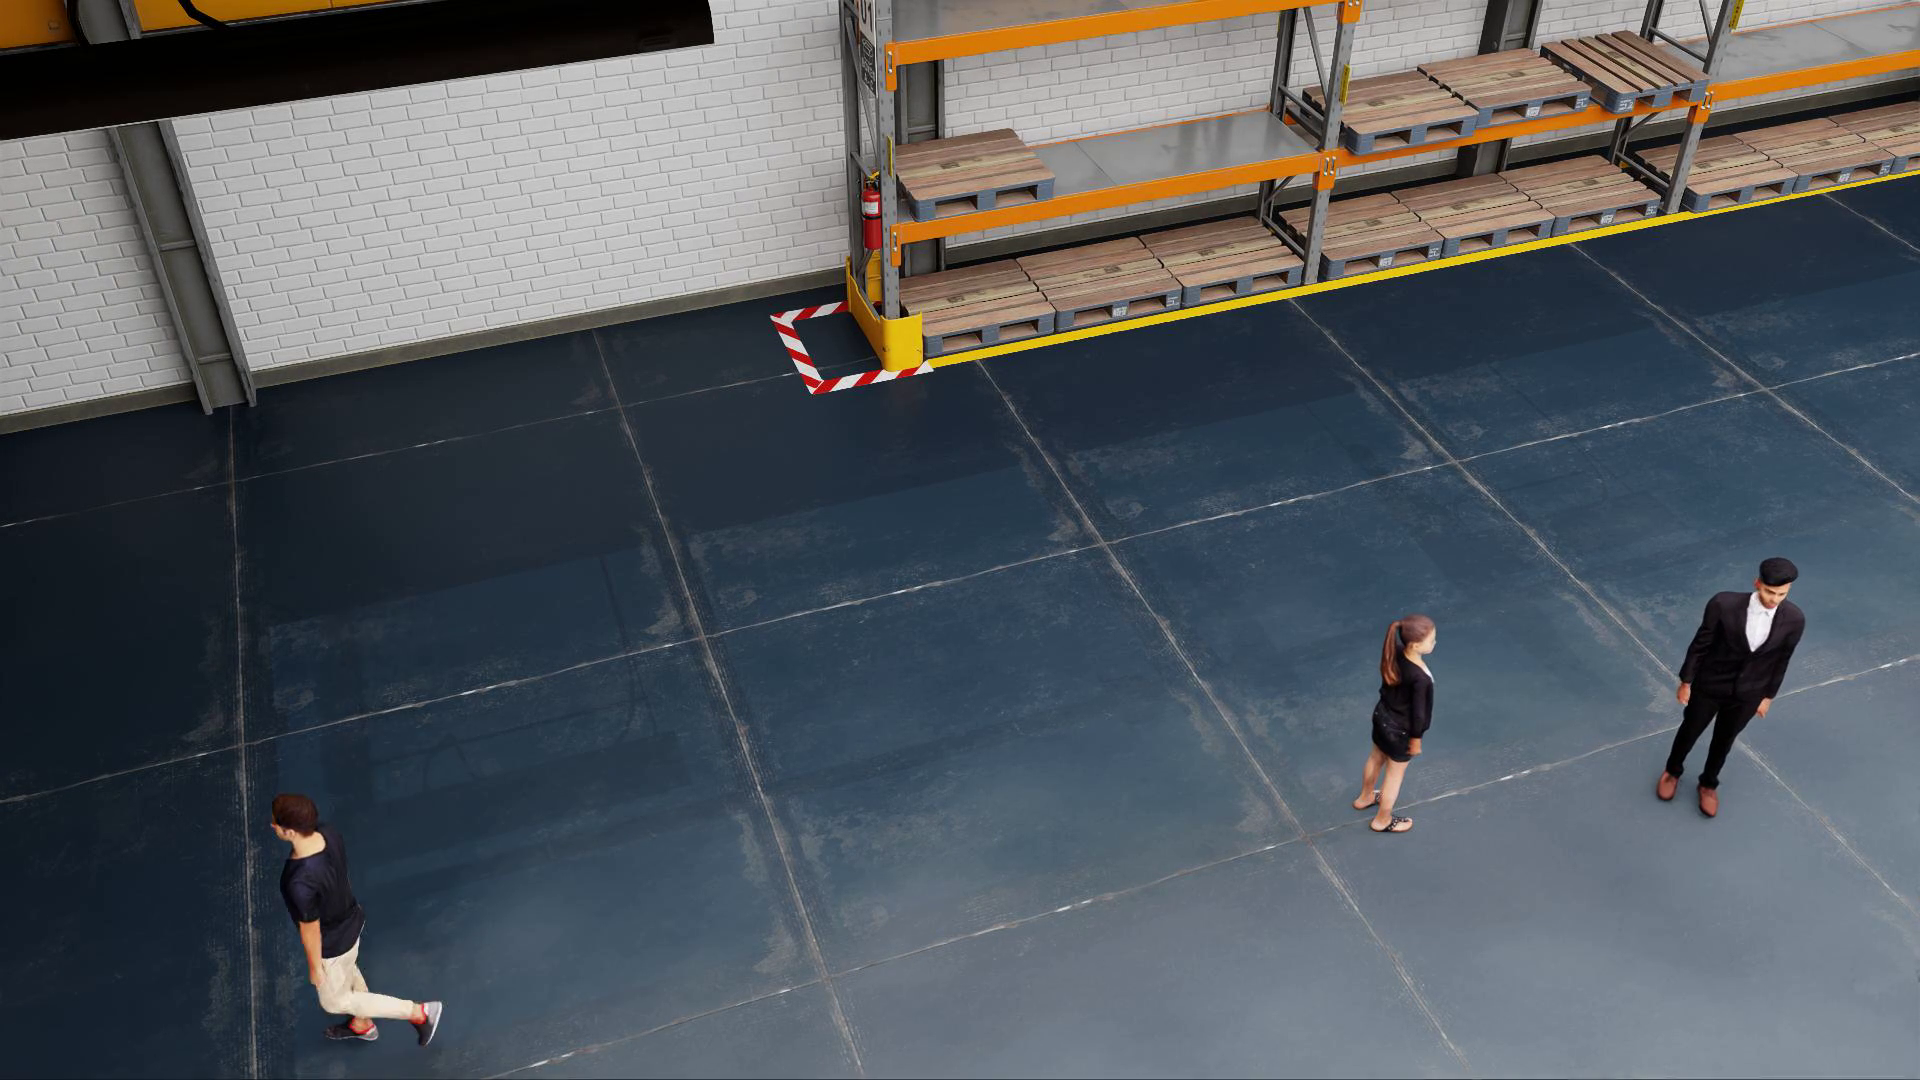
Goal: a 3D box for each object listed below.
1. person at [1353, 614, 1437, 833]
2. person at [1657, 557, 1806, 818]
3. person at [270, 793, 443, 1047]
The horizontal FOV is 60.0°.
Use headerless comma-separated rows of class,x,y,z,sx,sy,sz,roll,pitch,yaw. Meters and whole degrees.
person,2.541,1.056,9.675,0.546,1.555,0.551,-10,40,-12
person,4.495,0.817,9.714,0.746,1.878,0.840,12,40,14
person,-3.036,1.966,8.307,0.989,1.839,0.797,-3,39,-4
